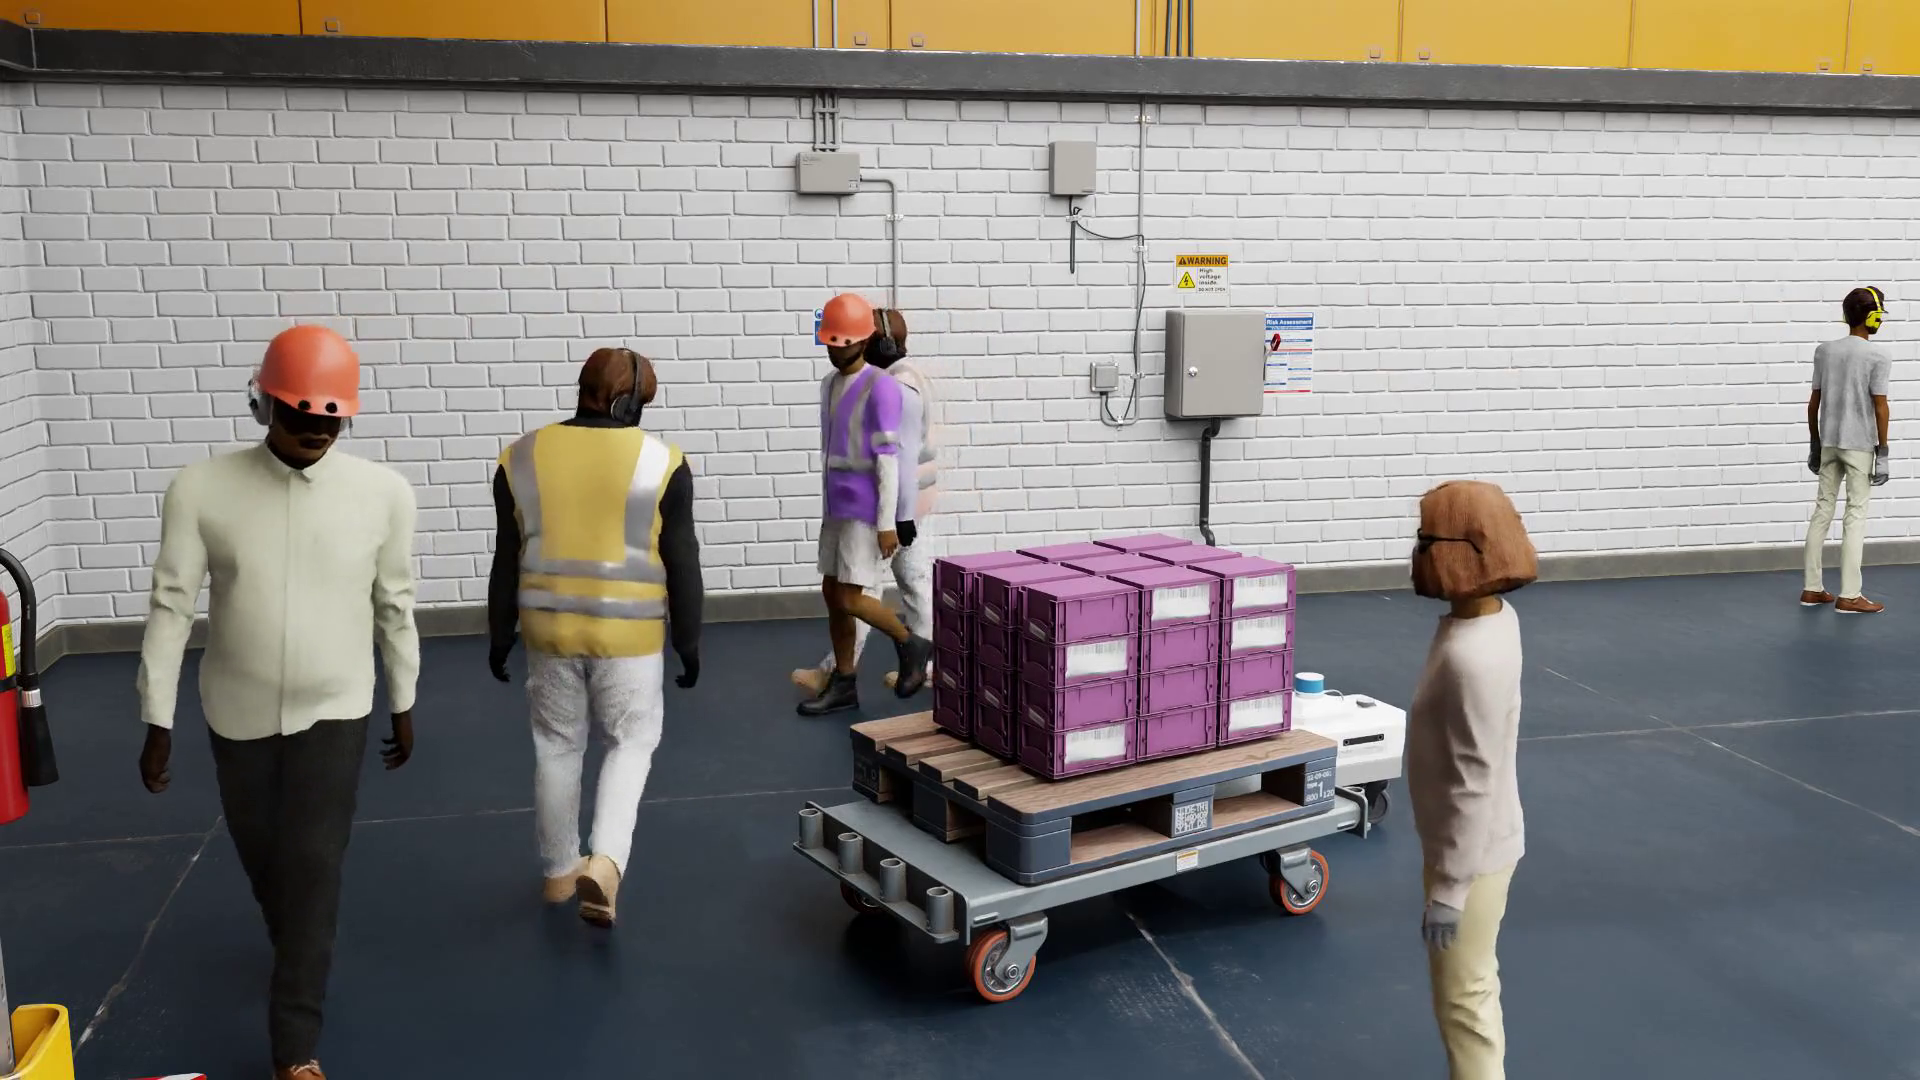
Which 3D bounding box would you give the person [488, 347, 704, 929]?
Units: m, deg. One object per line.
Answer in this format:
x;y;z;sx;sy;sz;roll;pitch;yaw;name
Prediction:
-1.145;0.314;5.151;0.691;1.805;0.641;0;10;3;person

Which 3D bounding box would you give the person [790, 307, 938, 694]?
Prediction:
-0.441;-0.171;7.803;0.823;1.815;0.644;0;10;0;person

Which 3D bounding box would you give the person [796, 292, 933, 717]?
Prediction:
-0.419;-0.143;7.387;0.530;1.909;0.580;-7;12;-32;person

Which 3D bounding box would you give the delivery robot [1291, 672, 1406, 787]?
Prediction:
1.268;0.727;6.060;0.707;0.478;0.477;-5;11;-24;delivery robot

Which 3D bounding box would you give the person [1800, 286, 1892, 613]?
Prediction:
5.115;-0.513;9.561;0.325;1.866;0.521;-5;11;-25;person

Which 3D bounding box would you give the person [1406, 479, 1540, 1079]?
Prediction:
1.076;0.680;3.591;0.266;1.632;0.504;3;11;18;person

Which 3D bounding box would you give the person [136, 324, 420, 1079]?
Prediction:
-1.747;0.402;4.328;0.681;1.938;0.967;-4;11;-22;person
